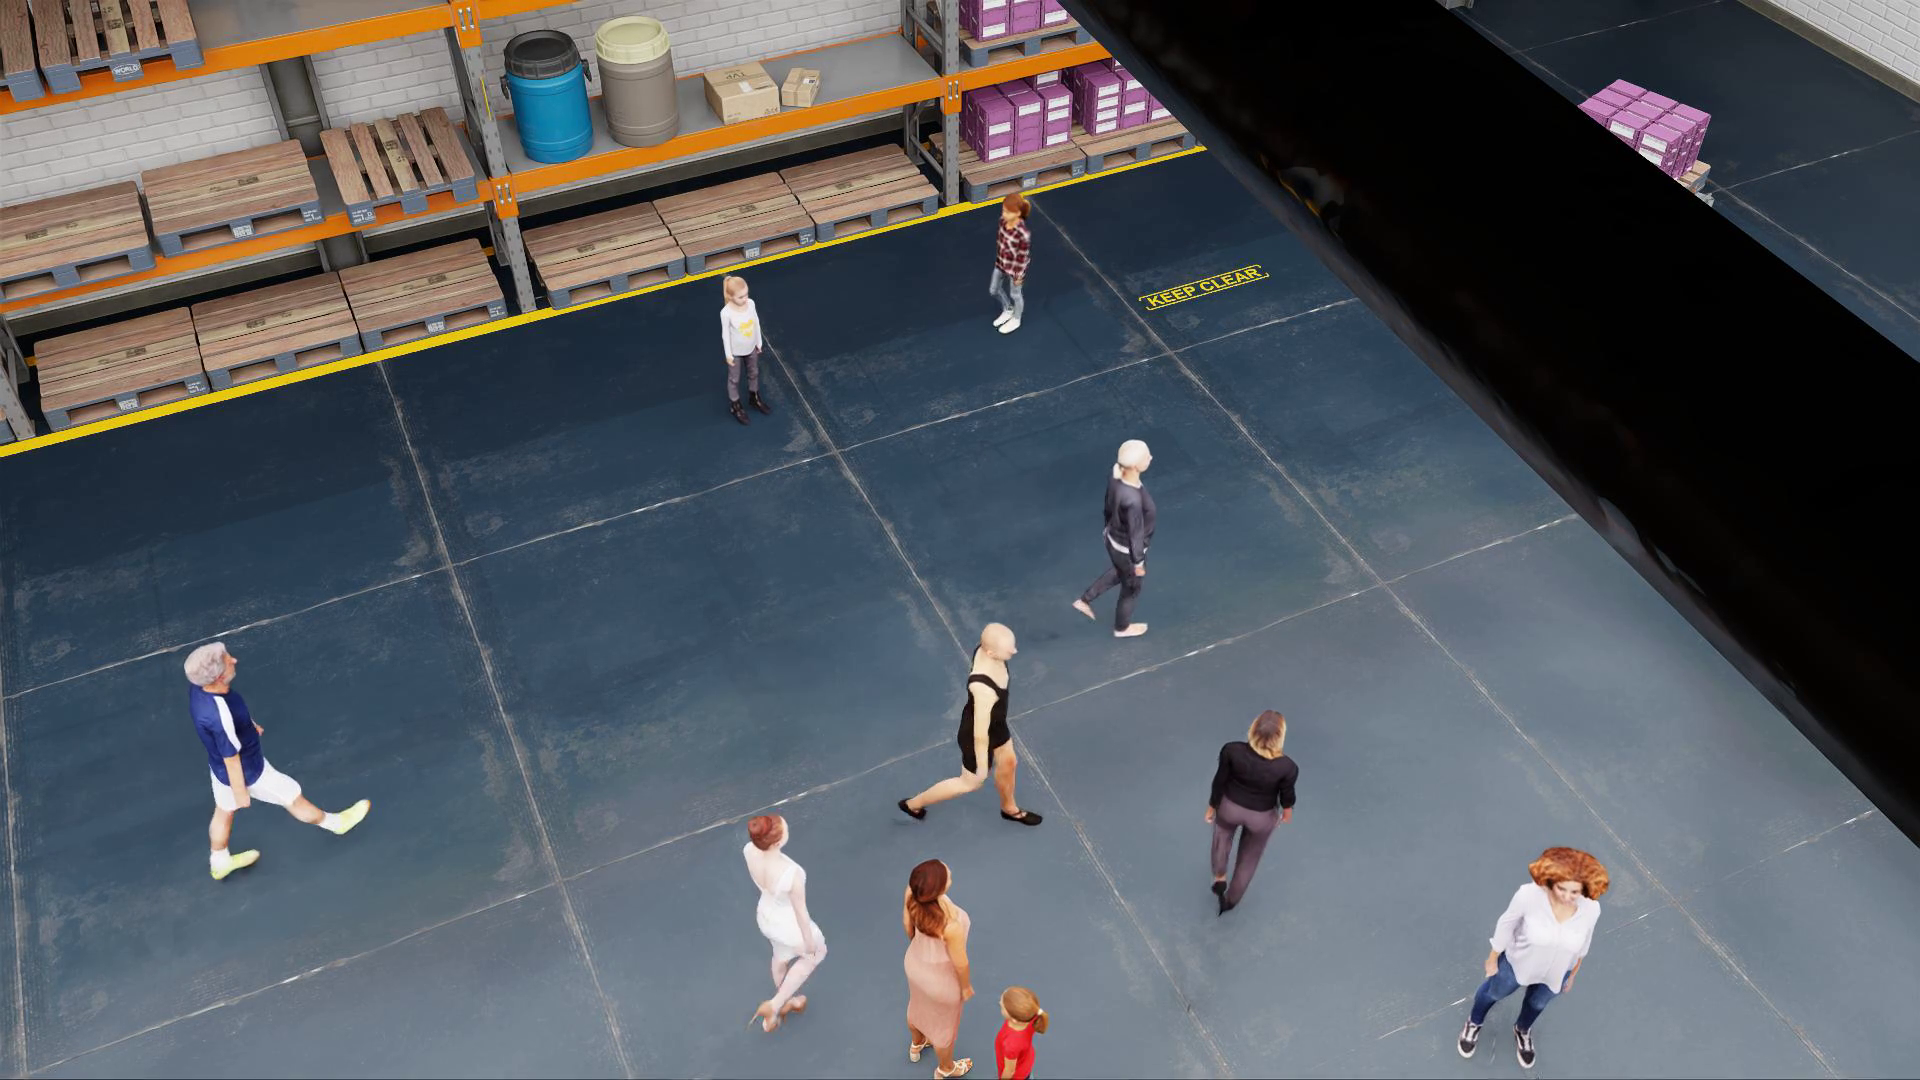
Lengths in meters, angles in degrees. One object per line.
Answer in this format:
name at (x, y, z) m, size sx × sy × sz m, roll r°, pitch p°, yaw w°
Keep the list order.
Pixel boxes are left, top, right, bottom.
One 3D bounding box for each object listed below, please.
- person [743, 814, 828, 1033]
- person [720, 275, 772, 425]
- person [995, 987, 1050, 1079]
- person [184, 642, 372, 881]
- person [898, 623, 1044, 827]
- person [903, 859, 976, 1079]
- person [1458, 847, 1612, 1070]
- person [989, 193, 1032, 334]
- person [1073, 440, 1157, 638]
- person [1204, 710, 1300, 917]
person at (-0.998, 2.074, 8.735) m, size 0.730 × 1.782 × 0.817 m, roll 33°, pitch 53°, yaw 30°
person at (-1.693, -1.496, 12.848) m, size 0.501 × 1.278 × 0.598 m, roll -30°, pitch 51°, yaw -28°
person at (0.296, 2.660, 8.462) m, size 0.632 × 1.311 × 0.572 m, roll 14°, pitch 45°, yaw 14°
person at (-4.205, 1.334, 9.517) m, size 1.255 × 1.776 × 0.862 m, roll -29°, pitch 51°, yaw -27°
person at (0.029, 1.119, 9.740) m, size 1.240 × 1.780 × 1.086 m, roll 4°, pitch 44°, yaw 4°
person at (-0.134, 2.215, 8.552) m, size 0.606 × 1.832 × 0.637 m, roll -33°, pitch 53°, yaw -30°
person at (3.010, 2.168, 8.688) m, size 0.722 × 1.711 × 0.806 m, roll 8°, pitch 44°, yaw 9°
person at (0.473, -2.297, 13.673) m, size 0.589 × 1.300 × 0.592 m, roll -28°, pitch 50°, yaw -27°
person at (1.029, 0.026, 10.935) m, size 0.809 × 1.714 × 0.705 m, roll -8°, pitch 44°, yaw -9°
person at (1.579, 1.612, 9.308) m, size 0.724 × 1.661 × 0.781 m, roll 14°, pitch 45°, yaw 15°
